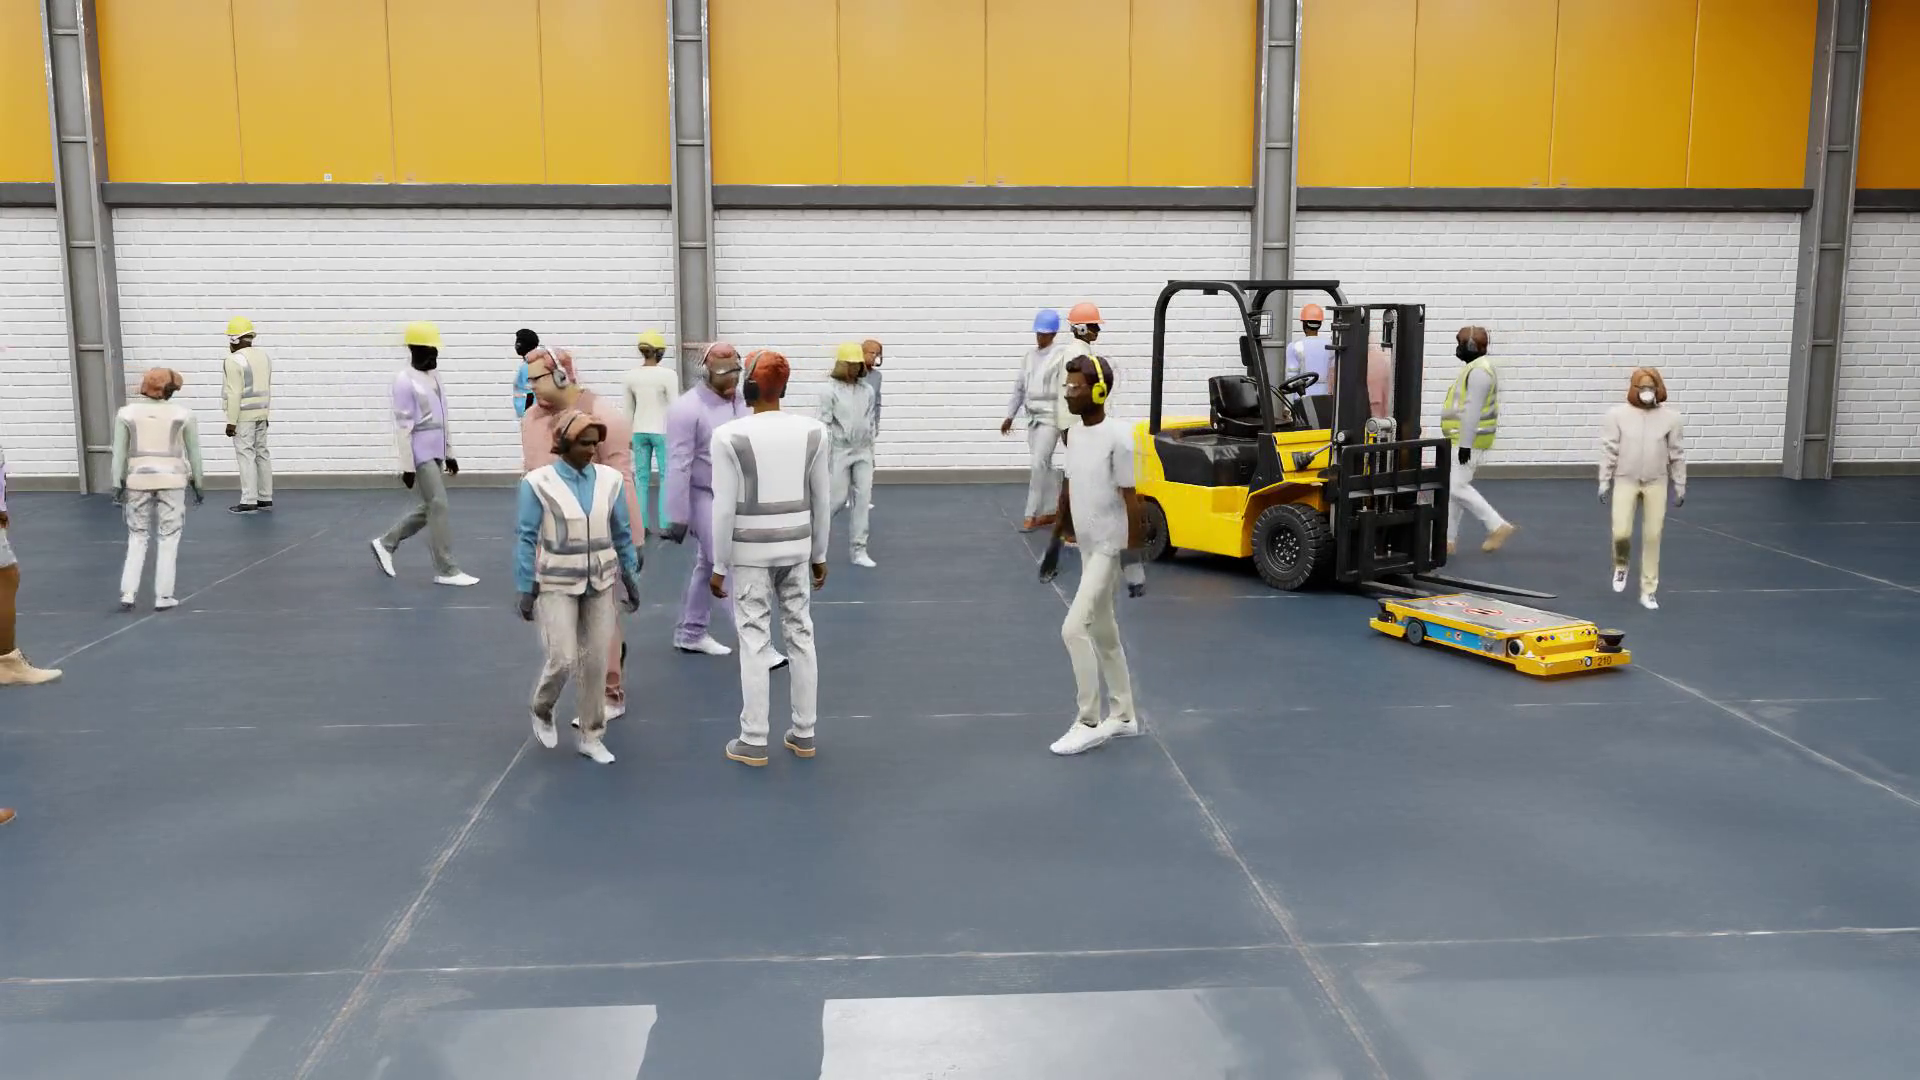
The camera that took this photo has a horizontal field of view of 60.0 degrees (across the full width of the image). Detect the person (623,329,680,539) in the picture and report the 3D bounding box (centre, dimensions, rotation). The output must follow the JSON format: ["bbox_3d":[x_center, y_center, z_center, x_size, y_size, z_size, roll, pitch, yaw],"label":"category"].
[{"bbox_3d":[-2.568,-0.889,14.005,0.535,1.767,0.325,3,10,20],"label":"person"}]

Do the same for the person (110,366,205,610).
[{"bbox_3d":[-5.308,-0.343,11.037,0.537,1.610,0.425,-2,9,-14],"label":"person"}]

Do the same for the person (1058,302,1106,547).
[{"bbox_3d":[0.993,-0.944,13.623,0.379,1.996,0.608,0,9,1],"label":"person"}]

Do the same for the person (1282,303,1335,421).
[{"bbox_3d":[3.433,-1.353,16.373,0.552,1.935,0.362,-2,9,-12],"label":"person"}]

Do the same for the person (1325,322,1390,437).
[{"bbox_3d":[3.107,-0.844,13.376,0.684,1.872,0.623,-6,11,-34],"label":"person"}]

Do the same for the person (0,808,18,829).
[{"bbox_3d":[-4.050,0.284,6.204,0.637,1.916,0.850,6,11,33],"label":"person"}]

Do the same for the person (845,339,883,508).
[{"bbox_3d":[-0.928,-1.089,15.724,0.396,1.608,0.516,6,11,34],"label":"person"}]

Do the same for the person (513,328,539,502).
[{"bbox_3d":[-4.197,-1.213,16.246,0.320,1.697,0.532,-1,9,-8],"label":"person"}]

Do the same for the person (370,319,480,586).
[{"bbox_3d":[-3.862,-0.619,11.859,0.792,1.905,0.591,1,9,4],"label":"person"}]

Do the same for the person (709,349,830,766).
[{"bbox_3d":[-0.861,0.080,7.544,0.583,1.884,0.350,-6,11,-31],"label":"person"}]

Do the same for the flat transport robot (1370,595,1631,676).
[{"bbox_3d":[3.142,0.528,9.780,0.652,0.197,1.431,-5,10,-26],"label":"flat transport robot"}]

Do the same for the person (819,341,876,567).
[{"bbox_3d":[-0.878,-0.668,12.748,0.487,1.724,0.616,-6,11,-35],"label":"person"}]

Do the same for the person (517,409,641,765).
[{"bbox_3d":[-1.748,0.213,7.525,0.545,1.621,0.417,-8,12,-40],"label":"person"}]

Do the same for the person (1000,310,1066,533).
[{"bbox_3d":[0.681,-1.034,14.434,0.574,1.915,0.710,-6,11,-33],"label":"person"}]

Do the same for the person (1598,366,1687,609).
[{"bbox_3d":[4.562,-0.359,11.128,0.566,1.614,0.424,2,9,15],"label":"person"}]

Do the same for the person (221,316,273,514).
[{"bbox_3d":[-6.643,-1.158,15.478,0.404,1.831,0.600,2,9,10],"label":"person"}]

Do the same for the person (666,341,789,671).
[{"bbox_3d":[-1.288,-0.193,9.390,0.953,1.844,0.766,5,10,28],"label":"person"}]

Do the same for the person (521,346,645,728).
[{"bbox_3d":[-1.850,-0.037,8.323,0.763,1.876,0.576,5,10,28],"label":"person"}]

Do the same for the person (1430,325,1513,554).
[{"bbox_3d":[3.982,-0.765,13.035,0.658,1.824,0.652,2,9,14],"label":"person"}]

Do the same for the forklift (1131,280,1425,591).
[{"bbox_3d":[2.301,-0.860,12.475,1.214,2.155,2.313,-6,11,-35],"label":"forklift"}]

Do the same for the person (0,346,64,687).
[{"bbox_3d":[-5.320,-0.187,8.825,0.796,2.013,0.614,-3,10,-20],"label":"person"}]

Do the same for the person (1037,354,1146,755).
[{"bbox_3d":[0.575,0.066,7.767,0.704,1.849,0.533,-3,10,-20],"label":"person"}]
